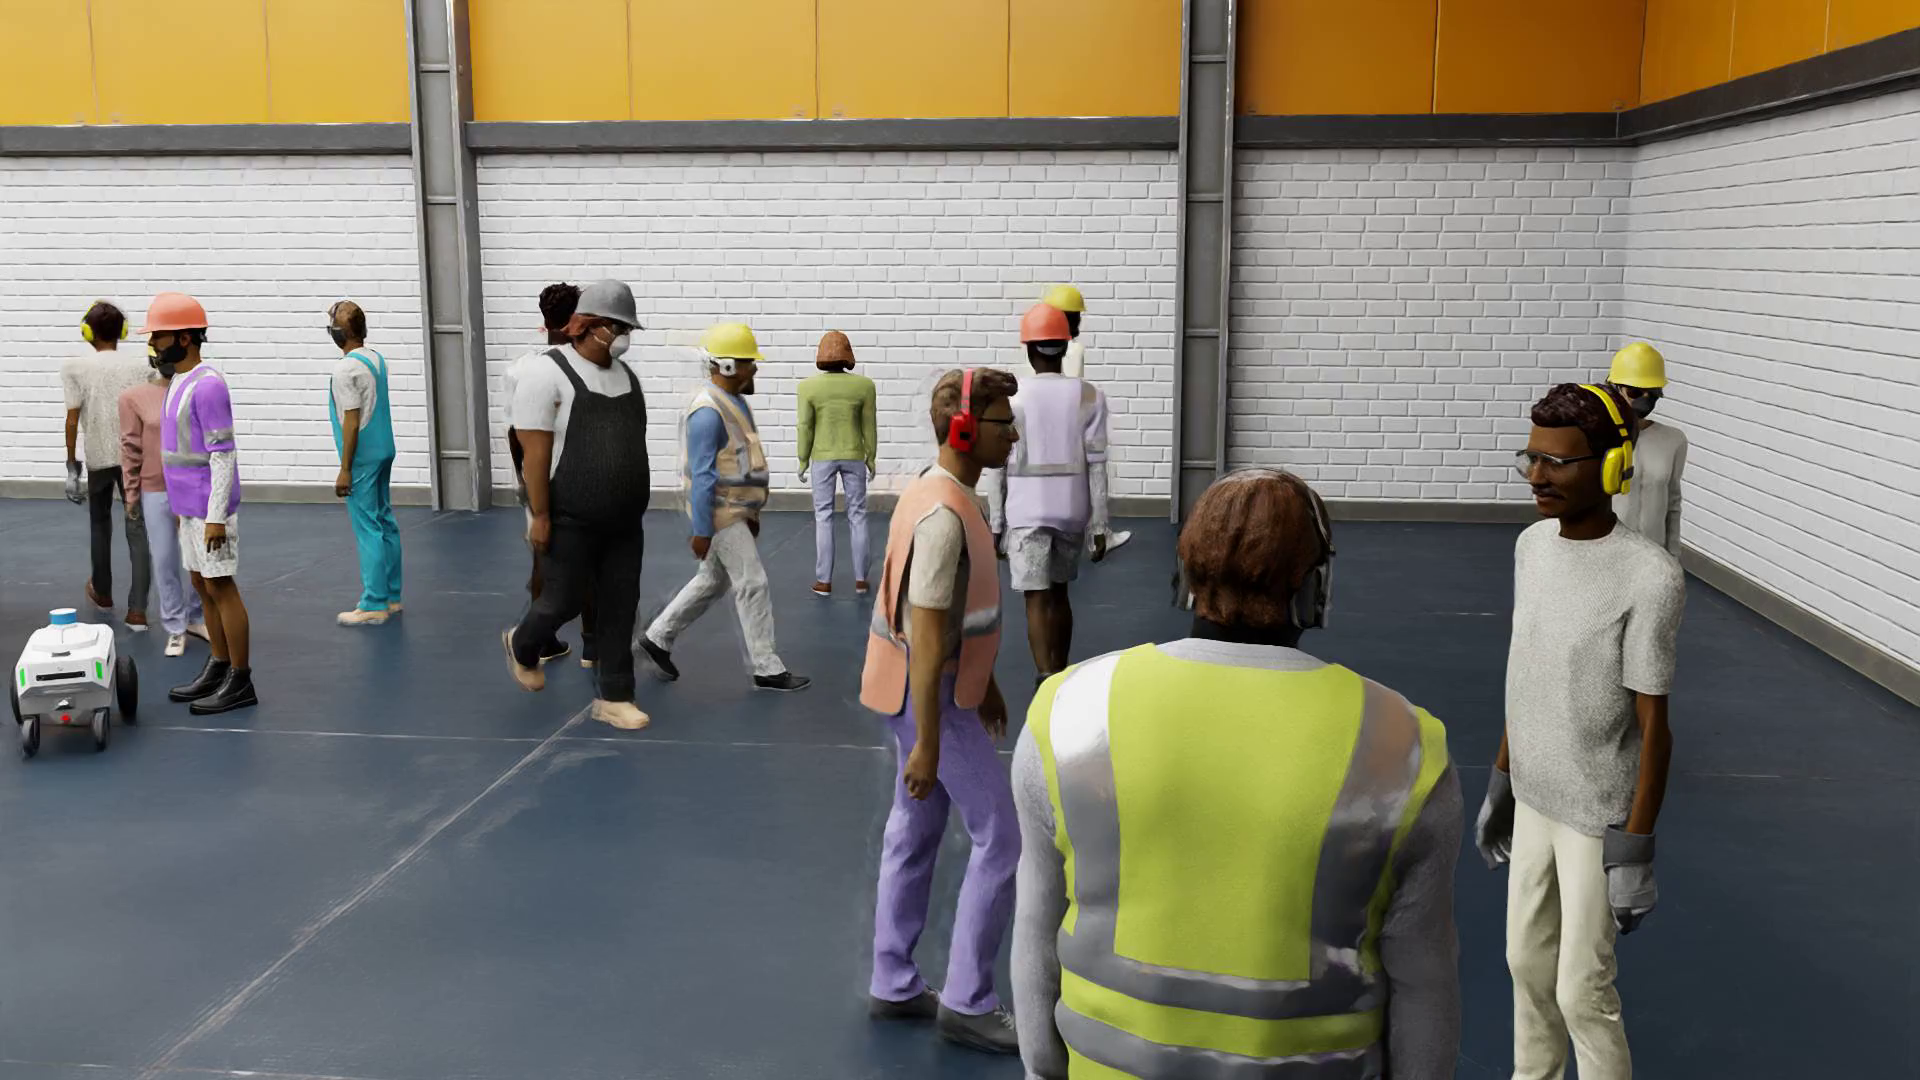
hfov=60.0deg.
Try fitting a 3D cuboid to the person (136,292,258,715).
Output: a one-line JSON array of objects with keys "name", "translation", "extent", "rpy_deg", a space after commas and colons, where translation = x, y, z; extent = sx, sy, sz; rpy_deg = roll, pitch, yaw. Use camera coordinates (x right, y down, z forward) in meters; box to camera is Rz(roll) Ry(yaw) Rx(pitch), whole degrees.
[{"name": "person", "translation": [-3.513, -0.164, 7.646], "extent": [0.377, 1.936, 0.549], "rpy_deg": [-8, 13, -38]}]

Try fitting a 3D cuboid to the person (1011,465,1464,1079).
[{"name": "person", "translation": [0.386, 0.804, 2.418], "extent": [0.638, 1.832, 0.429], "rpy_deg": [3, 10, 15]}]

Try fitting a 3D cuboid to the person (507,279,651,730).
[{"name": "person", "translation": [-1.709, -0.183, 7.460], "extent": [0.786, 2.000, 0.692], "rpy_deg": [8, 13, 40]}]

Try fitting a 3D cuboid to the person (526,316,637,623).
[{"name": "person", "translation": [-2.237, -0.467, 9.544], "extent": [0.925, 1.880, 0.545], "rpy_deg": [4, 11, 20]}]

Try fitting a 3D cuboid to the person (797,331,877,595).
[{"name": "person", "translation": [-0.760, -0.473, 10.287], "extent": [0.503, 1.631, 0.283], "rpy_deg": [-2, 10, -12]}]

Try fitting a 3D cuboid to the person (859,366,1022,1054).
[{"name": "person", "translation": [0.020, 0.451, 4.453], "extent": [0.624, 1.819, 0.586], "rpy_deg": [0, 10, -3]}]

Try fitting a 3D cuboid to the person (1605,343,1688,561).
[{"name": "person", "translation": [2.641, 0.100, 6.625], "extent": [0.531, 1.767, 0.328], "rpy_deg": [-2, 10, -11]}]

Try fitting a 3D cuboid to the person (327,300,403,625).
[{"name": "person", "translation": [-3.399, -0.433, 9.459], "extent": [0.348, 1.842, 0.506], "rpy_deg": [1, 10, 5]}]

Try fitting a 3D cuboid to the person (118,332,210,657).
[{"name": "person", "translation": [-4.115, -0.269, 8.777], "extent": [0.539, 1.754, 0.422], "rpy_deg": [-5, 11, -27]}]

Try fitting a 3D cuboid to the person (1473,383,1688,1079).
[{"name": "person", "translation": [1.298, 0.590, 3.567], "extent": [0.322, 1.860, 0.519], "rpy_deg": [-3, 10, -15]}]

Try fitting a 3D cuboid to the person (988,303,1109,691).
[{"name": "person", "translation": [0.410, -0.104, 7.461], "extent": [0.541, 1.900, 0.925], "rpy_deg": [-1, 10, -7]}]

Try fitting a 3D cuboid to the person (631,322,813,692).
[{"name": "person", "translation": [-1.194, -0.152, 8.012], "extent": [0.885, 1.797, 0.603], "rpy_deg": [1, 10, 4]}]

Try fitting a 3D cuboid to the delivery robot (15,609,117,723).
[{"name": "delivery robot", "translation": [-3.903, 0.544, 7.277], "extent": [0.477, 0.478, 0.707], "rpy_deg": [-4, 11, -23]}]

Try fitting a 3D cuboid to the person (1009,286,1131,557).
[{"name": "person", "translation": [0.727, -0.791, 11.402], "extent": [0.974, 1.870, 0.609], "rpy_deg": [-6, 12, -31]}]

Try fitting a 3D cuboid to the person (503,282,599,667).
[{"name": "person", "translation": [-2.010, -0.325, 8.488], "extent": [0.609, 1.965, 0.364], "rpy_deg": [3, 10, 17]}]

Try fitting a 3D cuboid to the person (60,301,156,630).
[{"name": "person", "translation": [-4.846, -0.438, 9.509], "extent": [0.554, 1.825, 0.948], "rpy_deg": [-7, 12, -35]}]
